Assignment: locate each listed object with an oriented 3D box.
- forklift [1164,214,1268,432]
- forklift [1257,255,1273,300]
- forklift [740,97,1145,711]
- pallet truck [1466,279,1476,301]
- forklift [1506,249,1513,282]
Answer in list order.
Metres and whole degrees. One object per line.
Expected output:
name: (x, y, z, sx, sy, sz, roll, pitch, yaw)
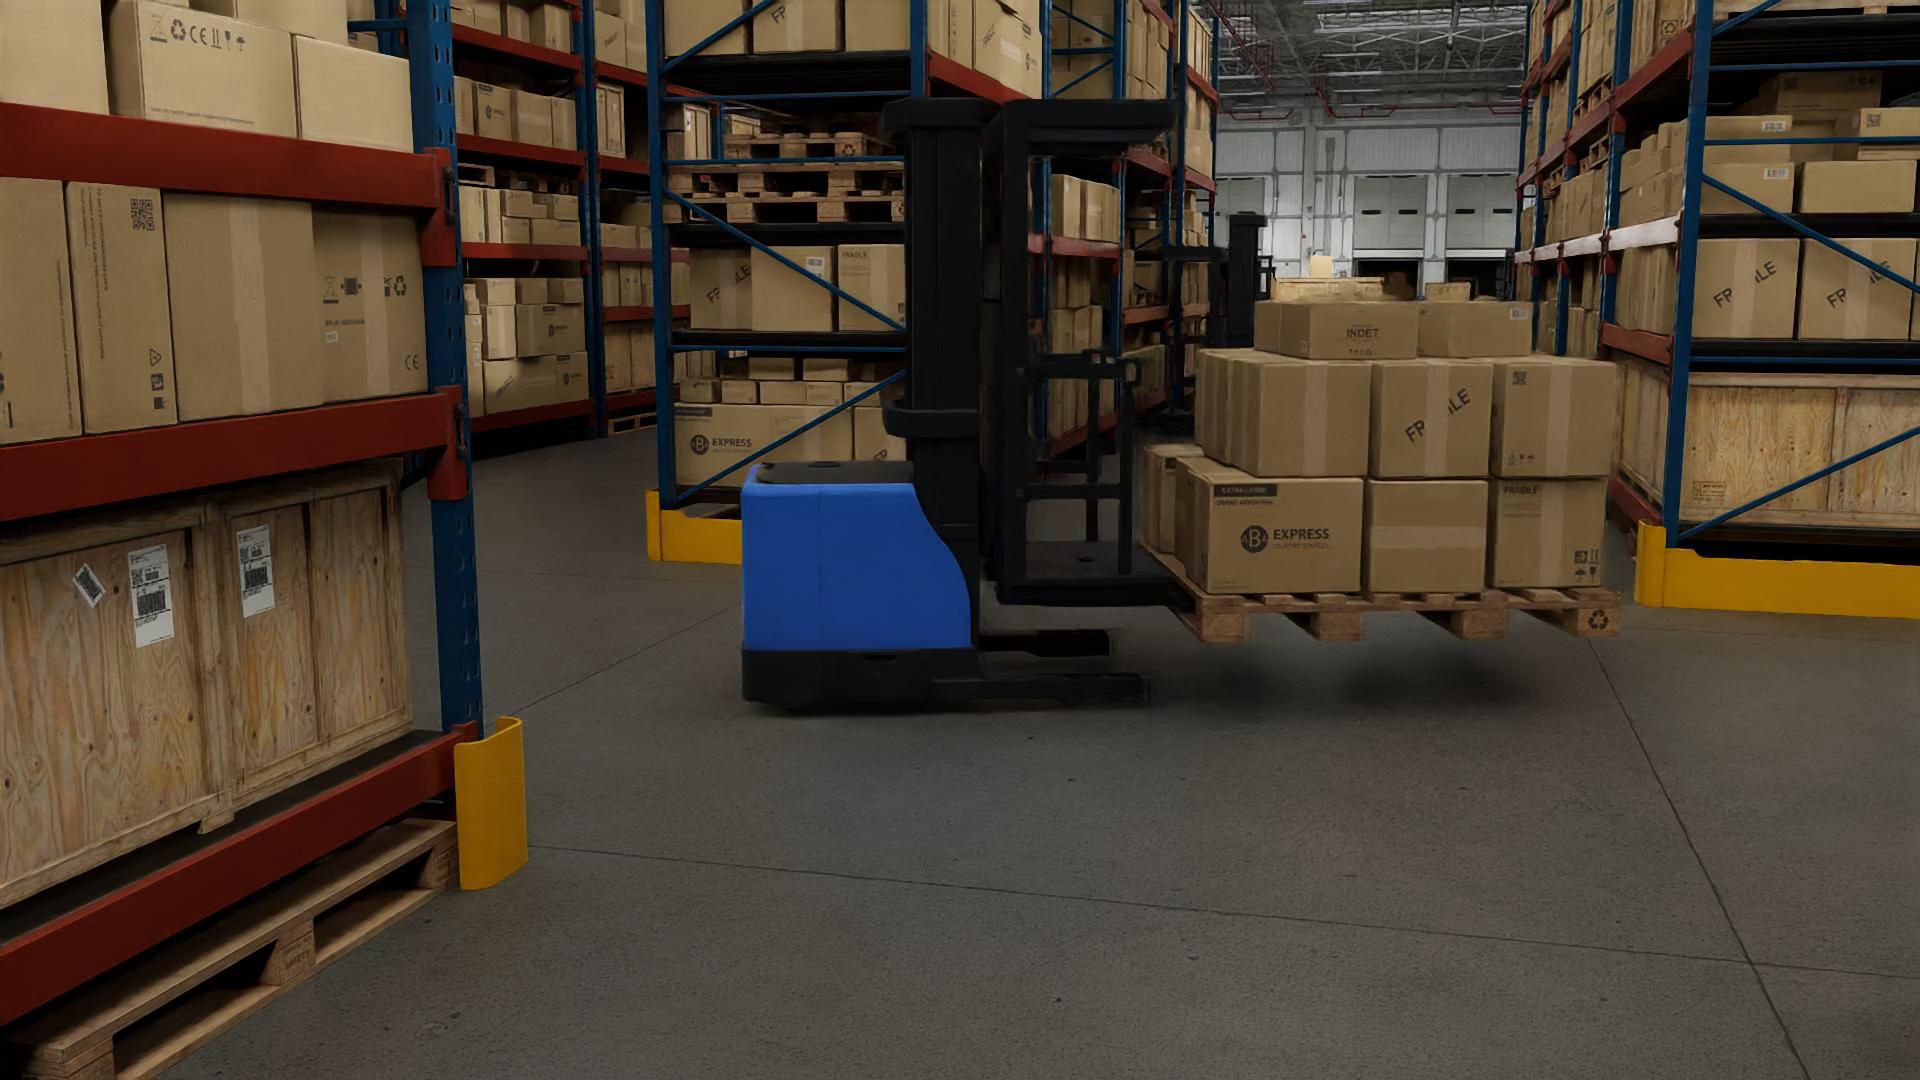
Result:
forklift: (3.689, -2.811, 21.629, 1.873, 2.768, 1.129, 2, 9, 15)
forklift: (10.551, -8.662, 58.805, 1.129, 2.768, 1.873, 2, 9, 15)
forklift: (-0.115, -0.669, 8.023, 1.873, 2.768, 1.129, -1, 9, -4)
pallet truck: (18.896, -8.459, 60.307, 1.885, 1.965, 0.823, 5, 10, 31)
forklift: (15.721, -6.740, 46.596, 1.129, 2.768, 1.873, 1, 9, 8)
